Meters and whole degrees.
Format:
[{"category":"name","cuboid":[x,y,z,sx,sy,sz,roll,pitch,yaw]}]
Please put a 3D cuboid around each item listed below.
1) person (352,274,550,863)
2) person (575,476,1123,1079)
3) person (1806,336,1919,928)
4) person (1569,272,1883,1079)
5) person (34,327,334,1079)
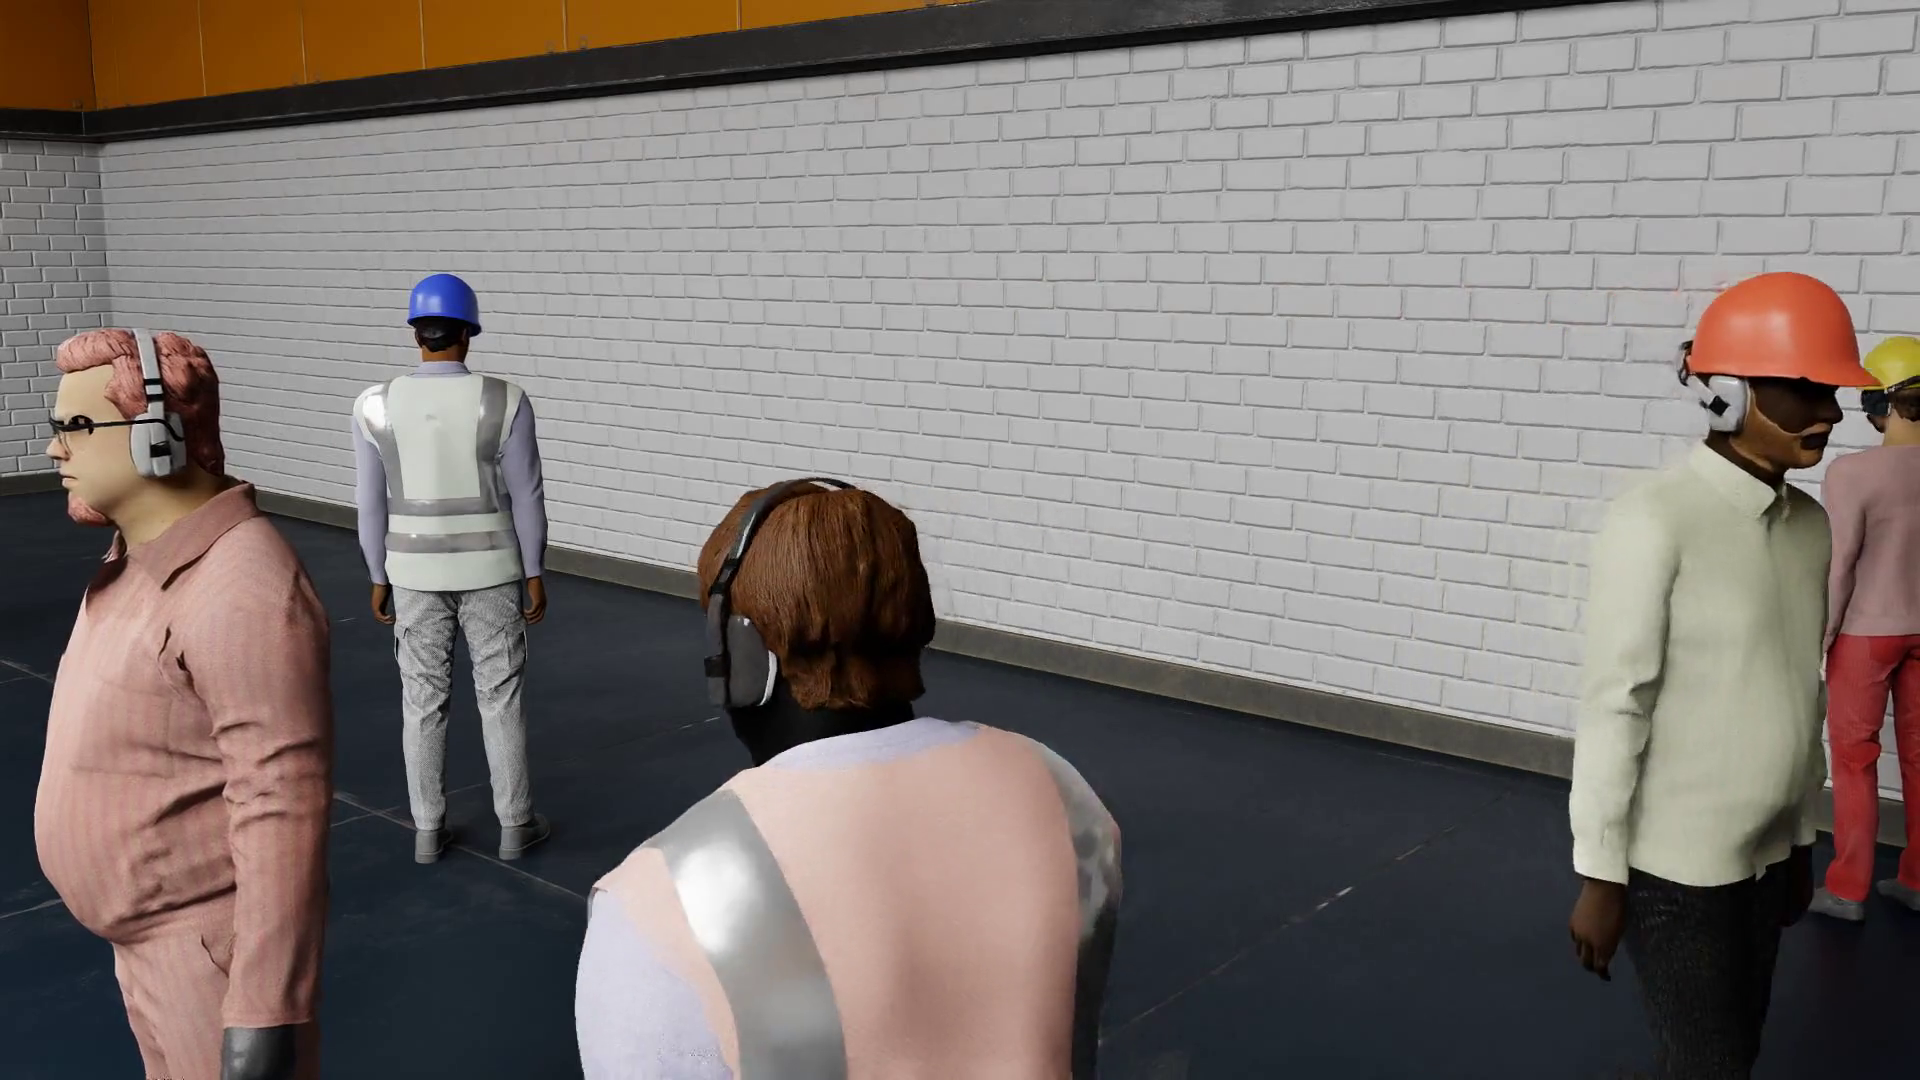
[{"category":"person","cuboid":[-1.653,0.106,5.470,0.603,1.938,0.401,-1,10,-3]},{"category":"person","cuboid":[-0.158,0.836,1.703,0.647,1.800,0.913,-8,13,-38]},{"category":"person","cuboid":[2.766,0.278,4.999,0.535,1.764,0.347,-2,10,-12]},{"category":"person","cuboid":[1.305,0.527,2.942,0.641,1.981,0.467,-7,12,-35]},{"category":"person","cuboid":[-1.198,0.626,2.597,0.401,1.907,0.648,-8,13,-38]}]
